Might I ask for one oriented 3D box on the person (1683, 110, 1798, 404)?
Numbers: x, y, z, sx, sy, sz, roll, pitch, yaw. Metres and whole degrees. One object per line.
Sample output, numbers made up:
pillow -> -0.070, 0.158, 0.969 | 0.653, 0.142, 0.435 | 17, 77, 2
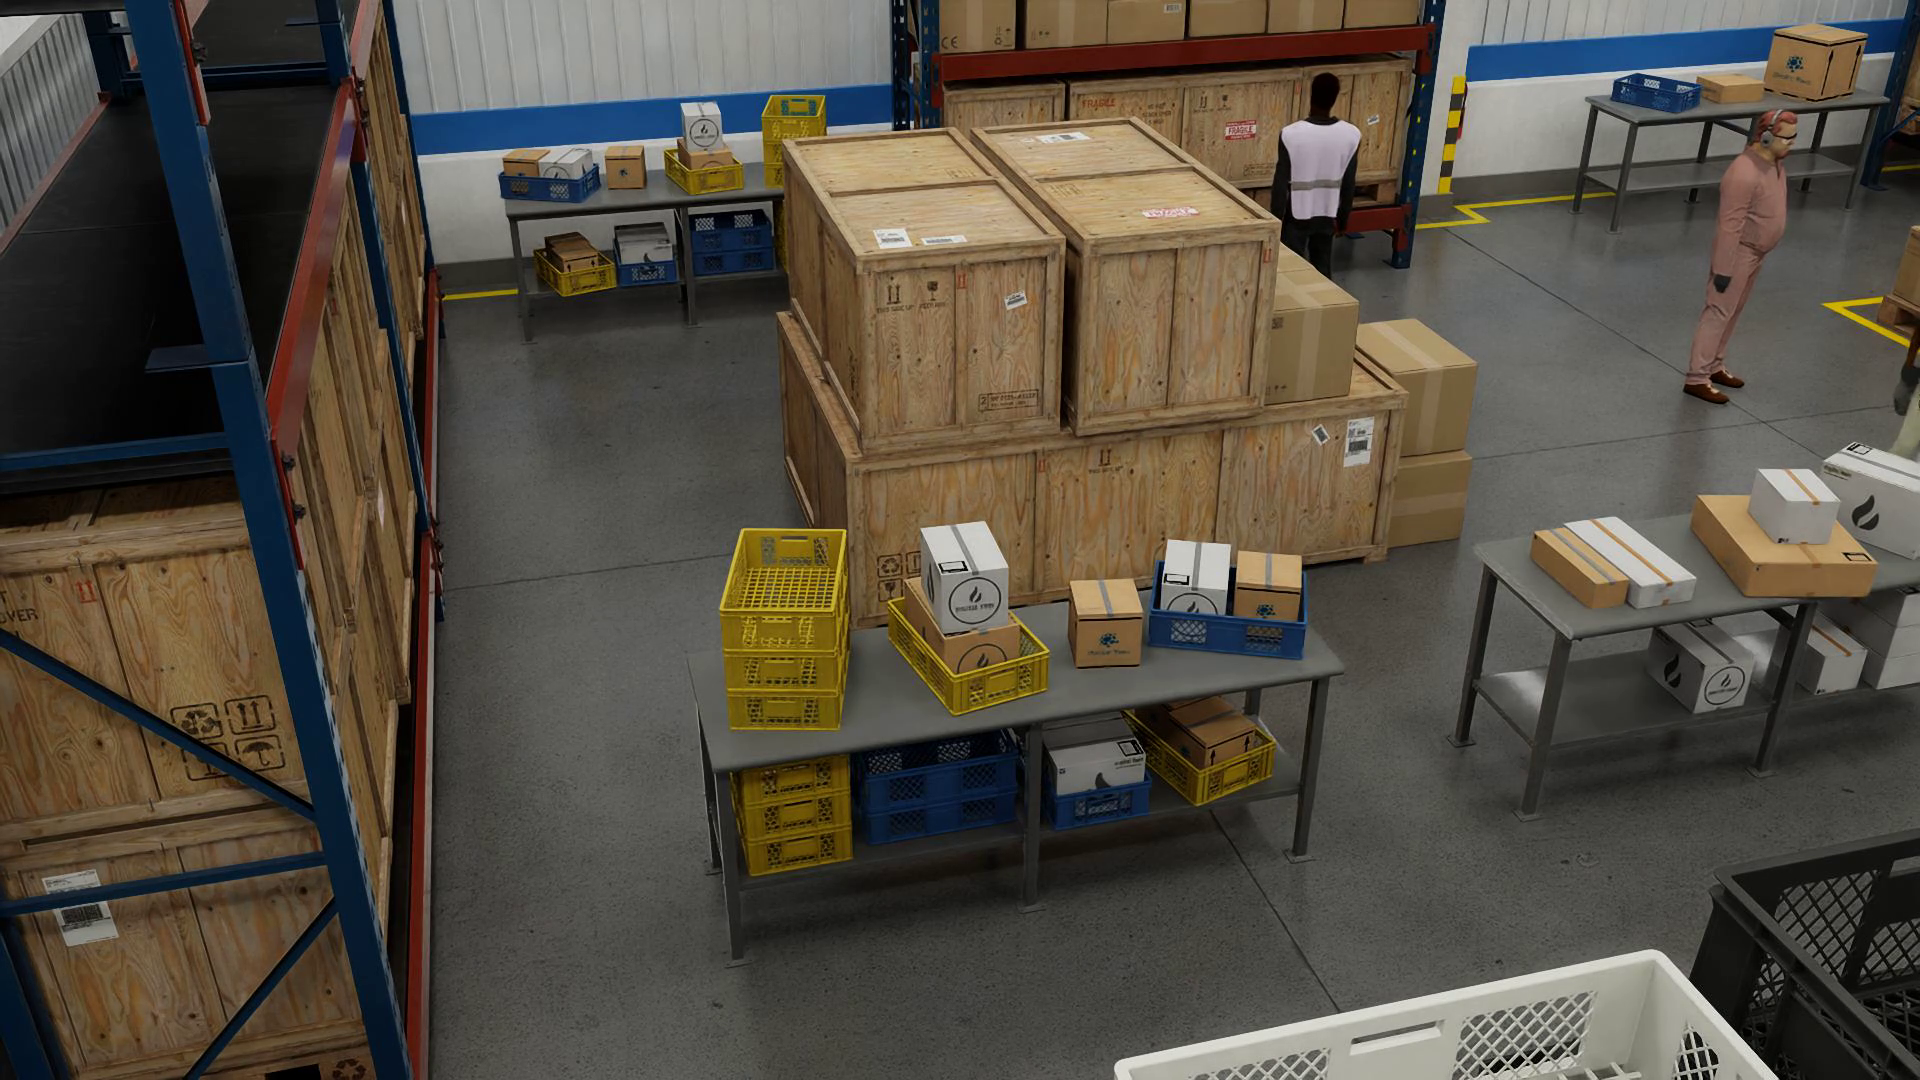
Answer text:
person -> 5.063, -1.832, 10.744 | 0.401, 1.899, 0.635 | 23, 36, 36

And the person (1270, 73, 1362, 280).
person -> 2.424, -2.245, 11.485 | 0.603, 1.904, 0.414 | -6, 29, -11

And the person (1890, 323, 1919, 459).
person -> 5.377, -0.847, 8.986 | 0.543, 1.871, 0.352 | 16, 32, 26
